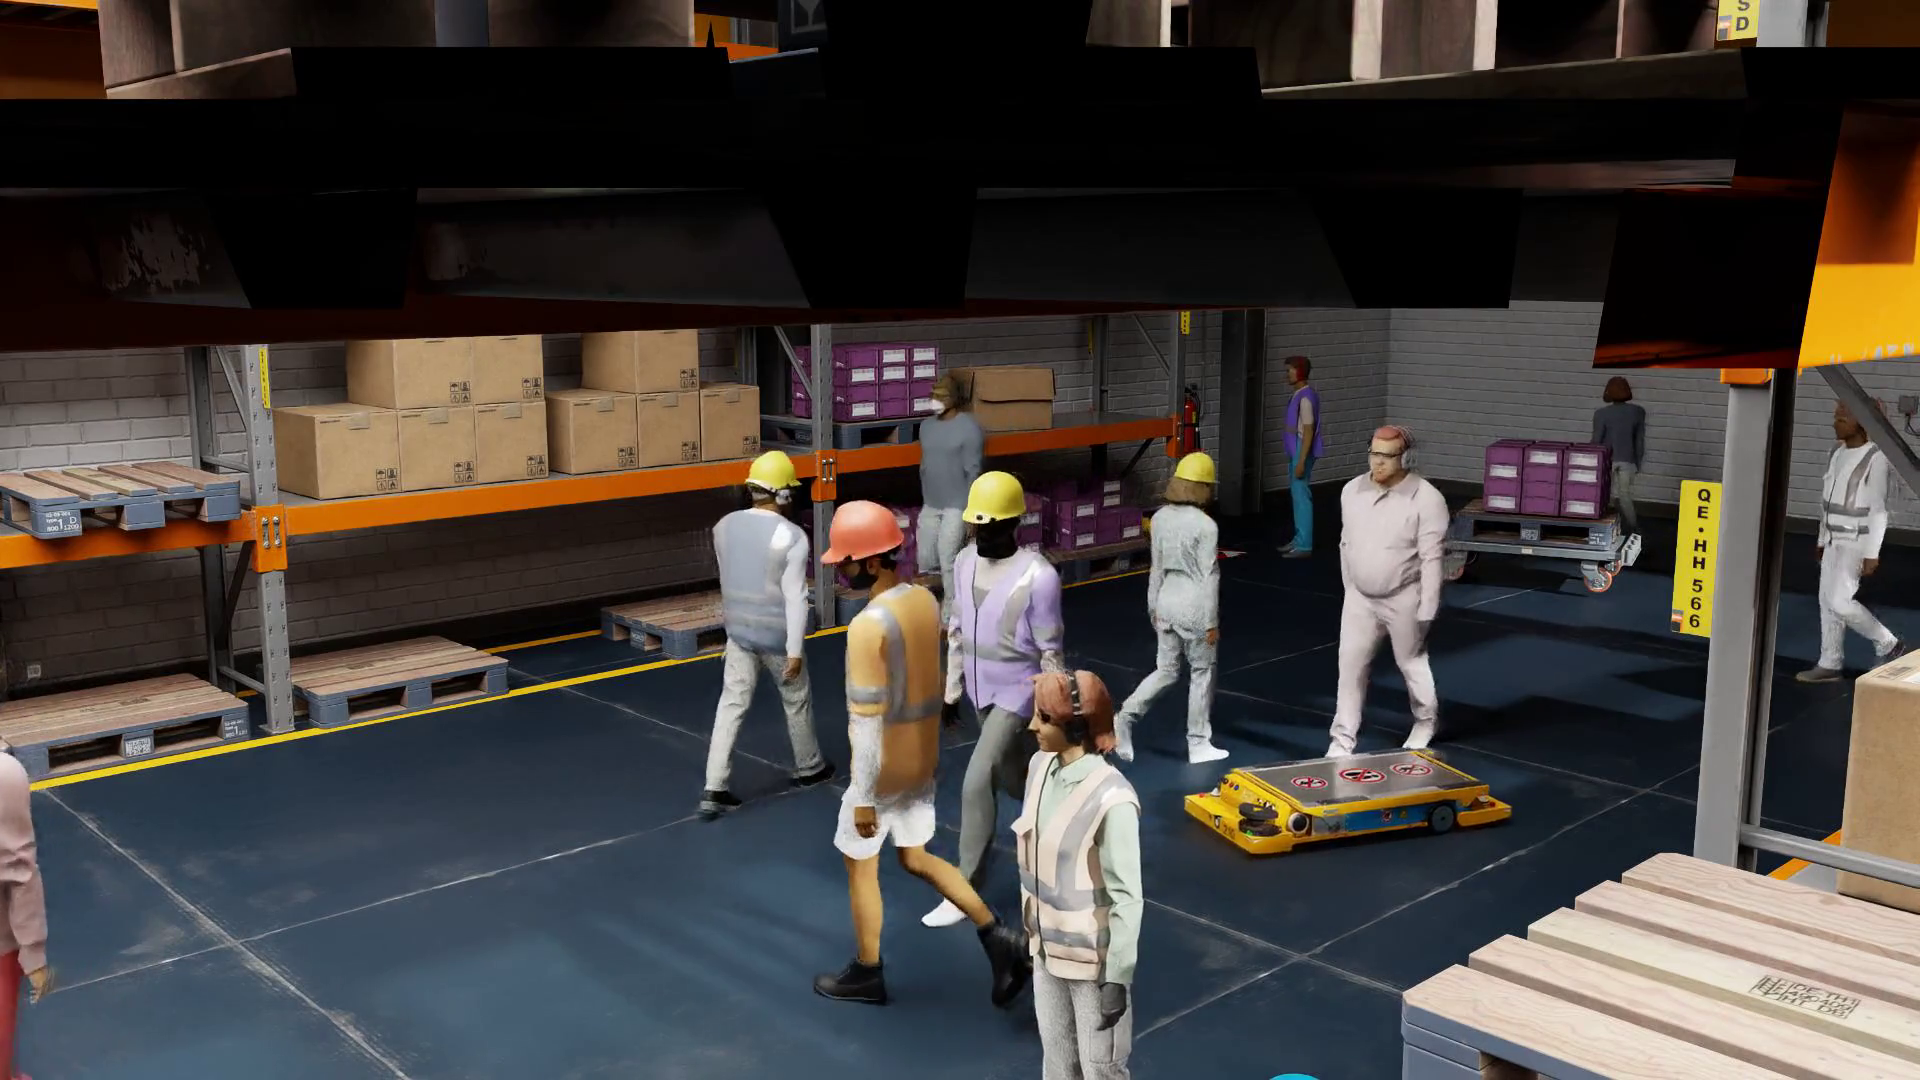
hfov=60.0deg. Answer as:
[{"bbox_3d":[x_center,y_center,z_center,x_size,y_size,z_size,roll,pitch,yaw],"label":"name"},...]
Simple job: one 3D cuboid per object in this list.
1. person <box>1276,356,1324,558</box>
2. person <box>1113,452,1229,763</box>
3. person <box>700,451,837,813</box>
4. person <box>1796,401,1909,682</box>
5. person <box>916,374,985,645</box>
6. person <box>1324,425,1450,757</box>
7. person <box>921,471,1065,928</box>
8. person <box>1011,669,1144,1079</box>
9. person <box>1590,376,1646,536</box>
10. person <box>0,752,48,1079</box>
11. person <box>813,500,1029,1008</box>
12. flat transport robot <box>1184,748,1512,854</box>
[{"bbox_3d":[3.110,-0.753,15.127,0.373,1.840,0.570,1,10,5],"label":"person"},{"bbox_3d":[1.140,0.387,8.863,0.674,1.711,0.487,-7,12,-36],"label":"person"},{"bbox_3d":[-0.986,0.448,8.260,0.592,1.790,0.921,5,11,29],"label":"person"},{"bbox_3d":[5.698,0.018,10.548,0.506,1.870,0.581,0,10,1],"label":"person"},{"bbox_3d":[-0.041,-0.225,11.806,0.633,1.923,0.584,10,14,44],"label":"person"},{"bbox_3d":[2.312,0.303,8.930,0.657,1.867,1.011,9,13,42],"label":"person"},{"bbox_3d":[0.242,0.623,6.975,0.953,1.876,0.575,-7,12,-34],"label":"person"},{"bbox_3d":[0.322,1.150,4.589,0.313,1.636,0.517,-5,11,-26],"label":"person"},{"bbox_3d":[6.183,-0.728,15.625,0.514,1.615,0.461,0,10,-2],"label":"person"},{"bbox_3d":[-2.732,1.110,4.481,0.539,1.750,0.419,0,10,-2],"label":"person"},{"bbox_3d":[-0.168,0.800,5.906,0.790,1.896,0.596,5,11,29],"label":"person"},{"bbox_3d":[1.876,1.241,8.047,1.431,0.197,0.652,-4,10,-20],"label":"flat transport robot"}]
